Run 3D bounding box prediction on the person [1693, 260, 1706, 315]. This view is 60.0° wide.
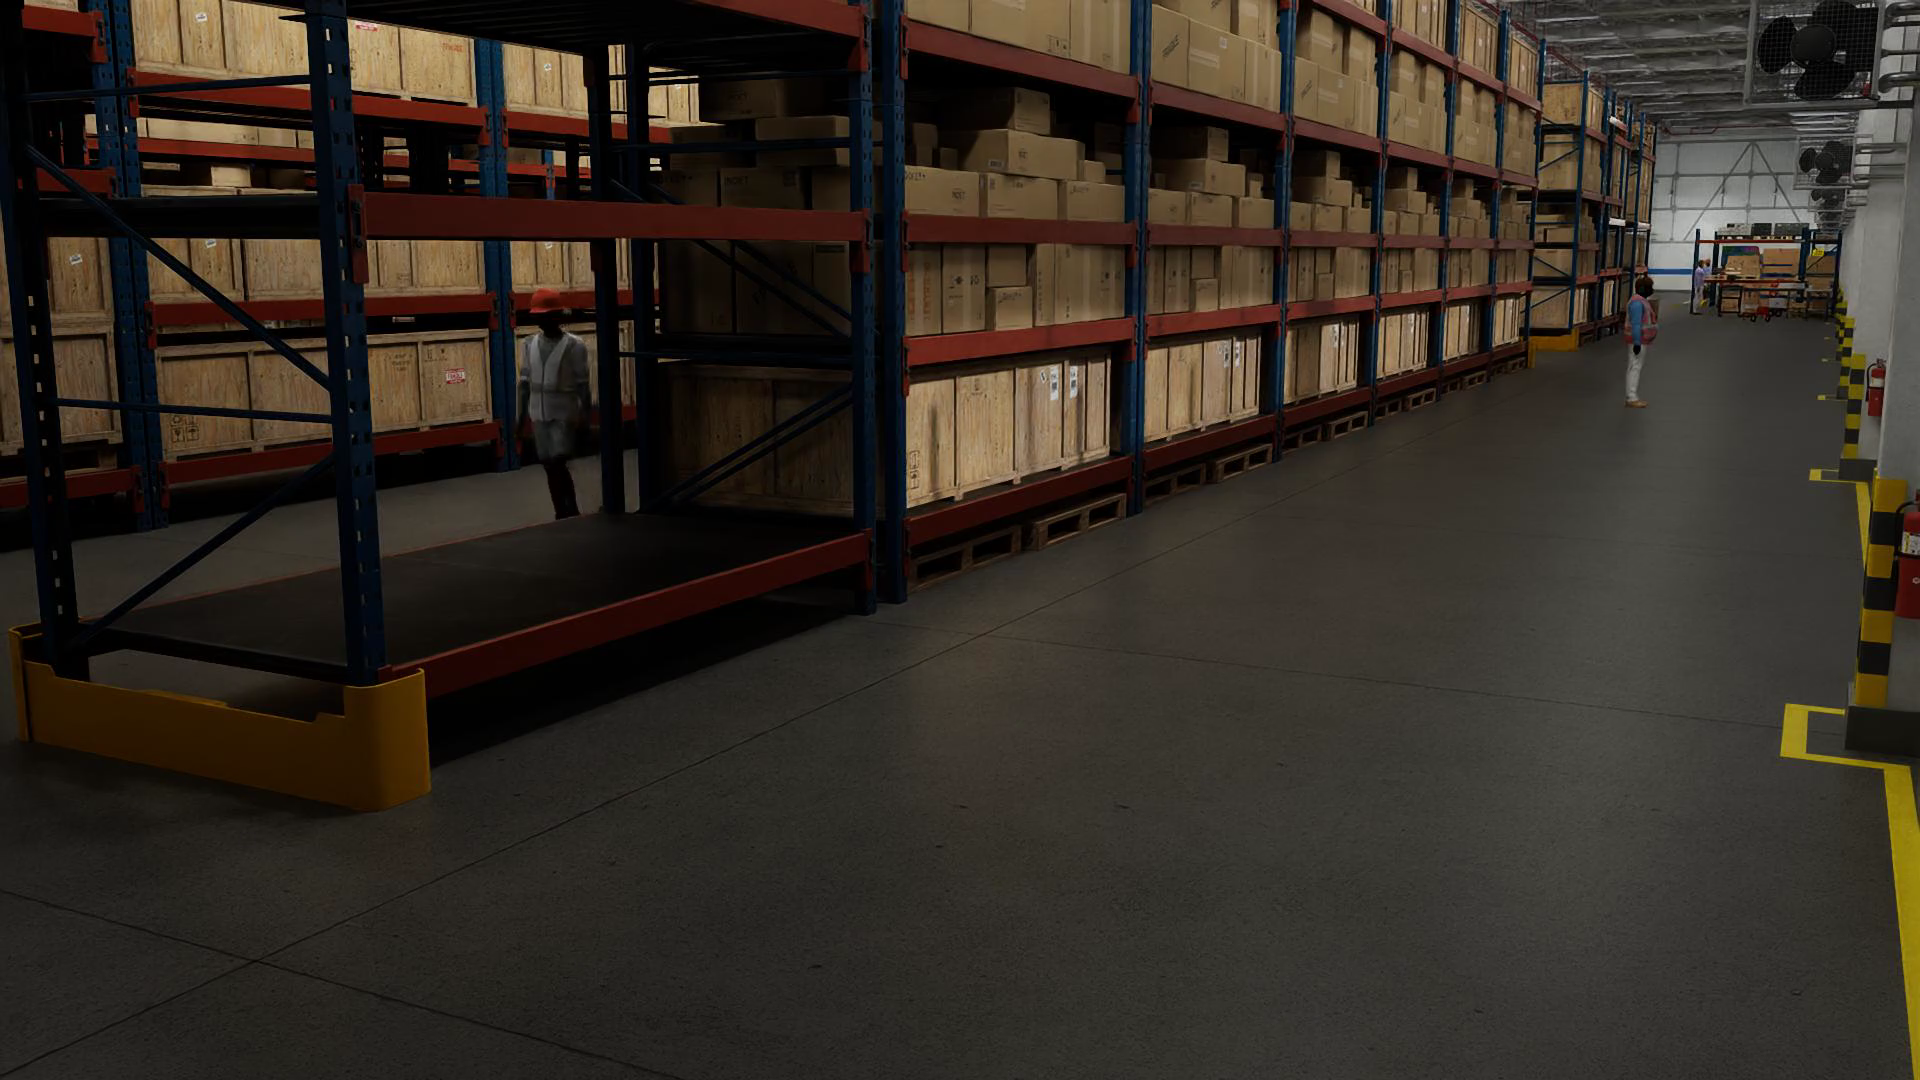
[{"bbox_3d":[25.874,-8.835,58.222,0.355,1.936,0.636,5,11,27],"label":"person"}]

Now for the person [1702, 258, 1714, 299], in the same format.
[{"bbox_3d":[35.315,-12.341,78.583,0.551,1.923,0.535,1,10,8],"label":"person"}]

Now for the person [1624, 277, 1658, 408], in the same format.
[{"bbox_3d":[9.595,-2.783,23.461,0.429,1.842,0.634,5,11,27],"label":"person"}]

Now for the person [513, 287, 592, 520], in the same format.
[{"bbox_3d":[-3.064,-0.925,12.469,0.556,1.918,0.429,4,10,20],"label":"person"}]

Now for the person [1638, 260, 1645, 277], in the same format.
[{"bbox_3d":[33.716,-12.975,82.185,0.355,1.938,0.636,5,11,27],"label":"person"}]

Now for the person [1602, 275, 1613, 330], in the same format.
[{"bbox_3d":[18.295,-6.726,46.879,0.308,1.636,0.523,5,11,27],"label":"person"}]
